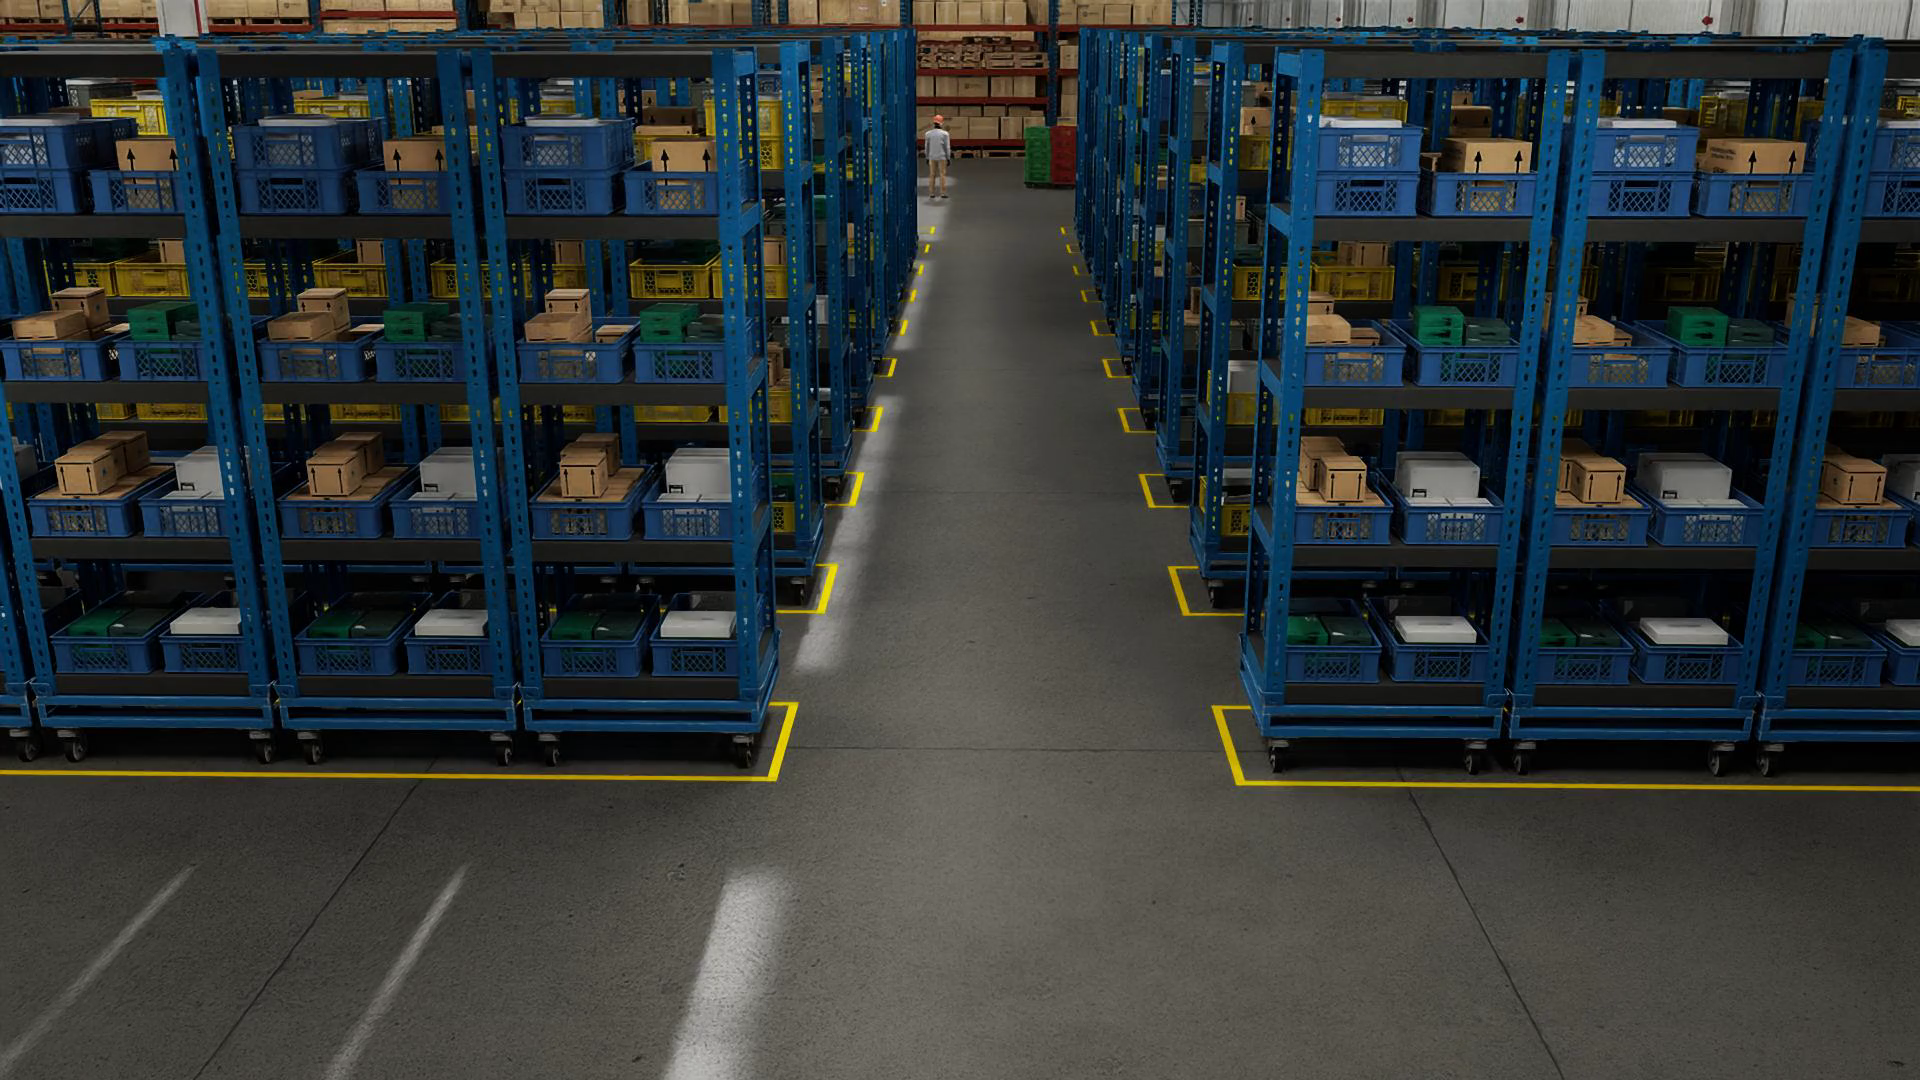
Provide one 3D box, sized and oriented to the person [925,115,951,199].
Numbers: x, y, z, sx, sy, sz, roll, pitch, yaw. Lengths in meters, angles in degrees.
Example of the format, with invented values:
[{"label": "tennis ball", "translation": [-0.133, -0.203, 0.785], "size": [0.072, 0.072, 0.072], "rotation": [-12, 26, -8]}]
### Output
[{"label": "person", "translation": [-0.466, -8.196, 35.611], "size": [0.573, 1.749, 0.342], "rotation": [6, 18, 17]}]
